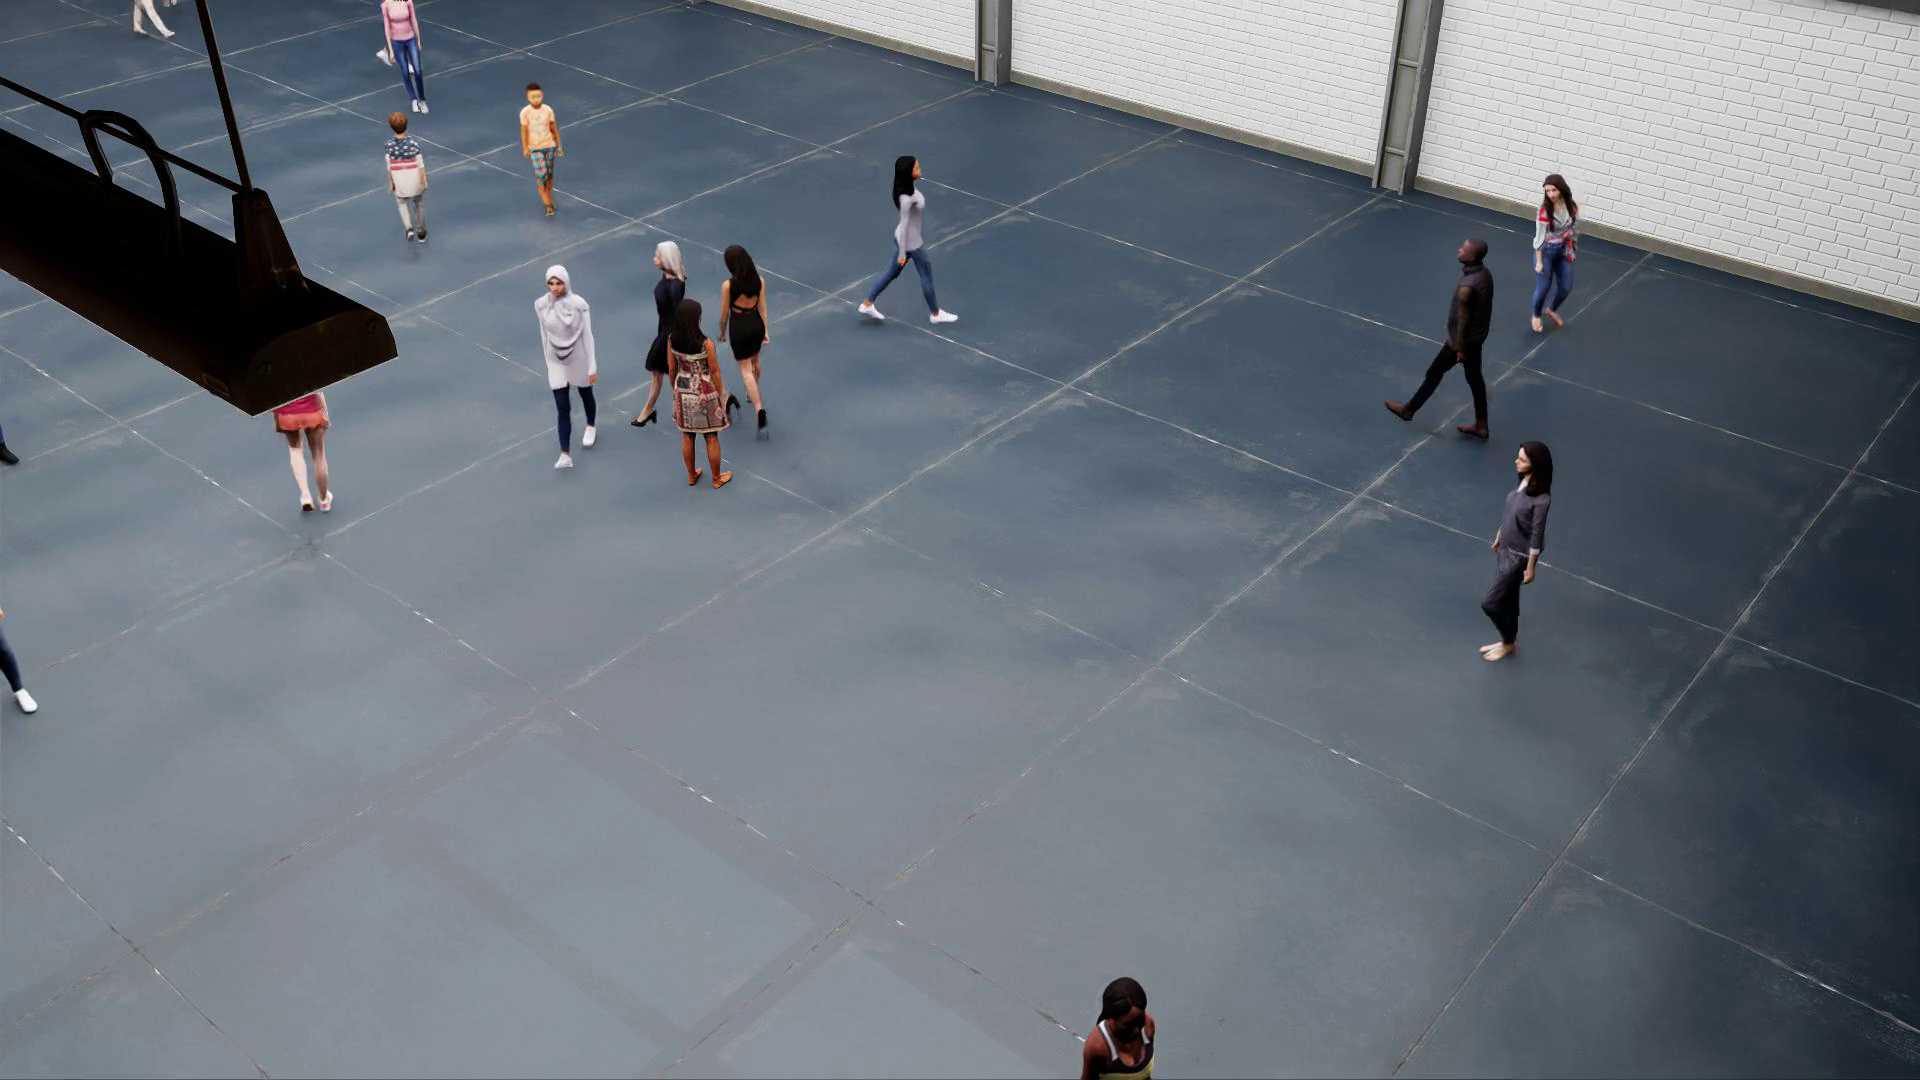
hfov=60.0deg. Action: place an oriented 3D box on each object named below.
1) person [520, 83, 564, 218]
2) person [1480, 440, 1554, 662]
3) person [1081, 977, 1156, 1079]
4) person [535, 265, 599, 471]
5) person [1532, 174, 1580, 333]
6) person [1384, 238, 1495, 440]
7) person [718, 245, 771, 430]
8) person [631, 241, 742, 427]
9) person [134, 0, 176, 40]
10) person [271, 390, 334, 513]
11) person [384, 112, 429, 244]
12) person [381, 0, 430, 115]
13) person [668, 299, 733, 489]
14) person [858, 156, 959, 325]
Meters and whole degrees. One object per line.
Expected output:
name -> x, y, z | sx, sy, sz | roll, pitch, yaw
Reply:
person -> -4.649, -4.356, 18.424 | 0.762, 1.439, 0.963 | -16, 37, -22
person -> 3.926, 0.104, 11.434 | 0.798, 1.749, 0.746 | -1, 34, -1
person -> 0.687, 2.627, 7.634 | 0.625, 1.754, 0.612 | -18, 38, -25
person -> -3.219, -1.504, 13.865 | 1.127, 1.735, 1.112 | 2, 34, 3
person -> 5.638, -2.702, 15.814 | 0.759, 1.574, 0.794 | -13, 36, -19
person -> 4.351, -1.658, 14.055 | 1.167, 1.783, 0.772 | 22, 39, 29
person -> -1.811, -1.714, 14.295 | 0.772, 1.610, 1.064 | -17, 37, -24
person -> -2.340, -1.734, 14.250 | 1.131, 1.693, 1.162 | -7, 34, -11
person -> -11.752, -7.979, 23.667 | 1.175, 1.669, 0.769 | 17, 37, 23
person -> -5.176, -0.941, 13.009 | 0.778, 1.746, 0.848 | -6, 34, -9
person -> -5.854, -3.799, 17.596 | 0.697, 1.429, 0.767 | -8, 34, -12
person -> -7.056, -6.310, 21.100 | 0.723, 1.730, 0.795 | -10, 35, -15
person -> -2.137, -1.176, 13.456 | 0.617, 1.642, 0.781 | 10, 35, 14
person -> -0.603, -2.818, 15.884 | 1.224, 1.690, 1.151 | -2, 34, -3
